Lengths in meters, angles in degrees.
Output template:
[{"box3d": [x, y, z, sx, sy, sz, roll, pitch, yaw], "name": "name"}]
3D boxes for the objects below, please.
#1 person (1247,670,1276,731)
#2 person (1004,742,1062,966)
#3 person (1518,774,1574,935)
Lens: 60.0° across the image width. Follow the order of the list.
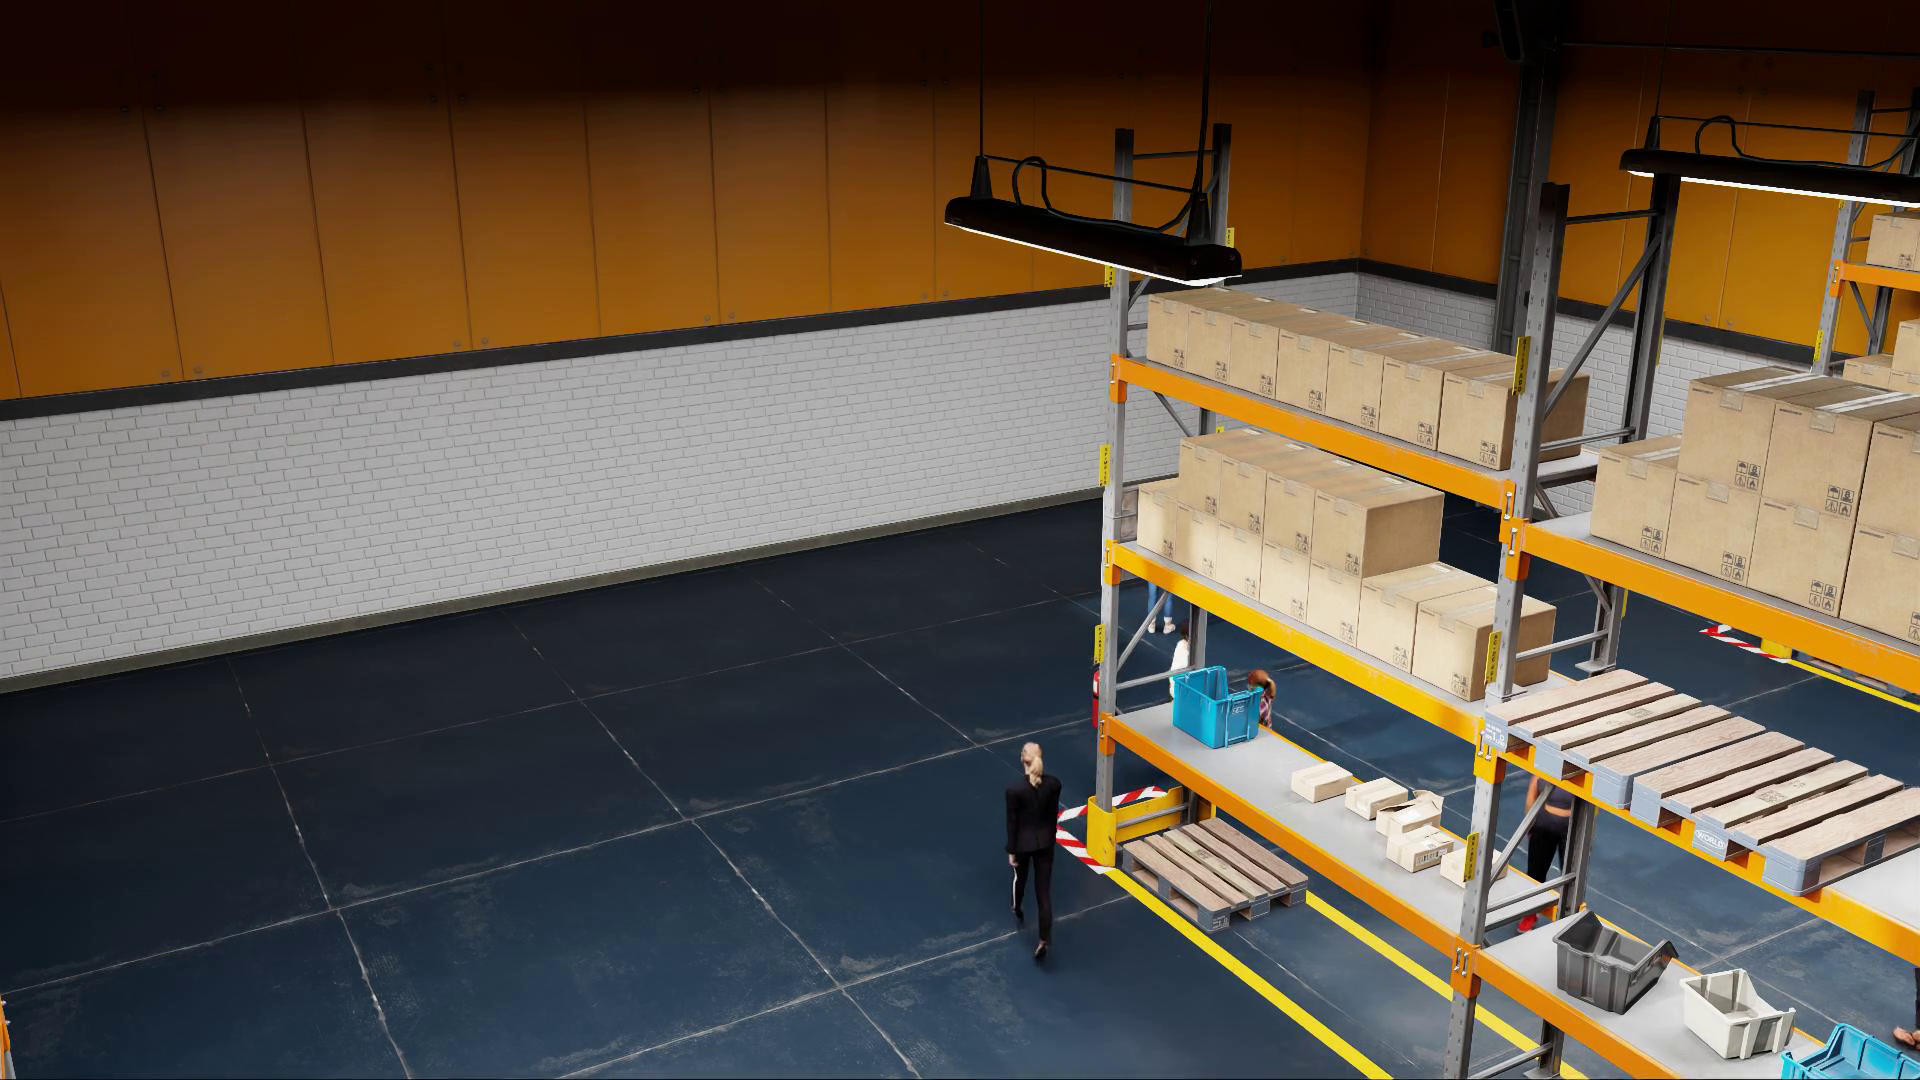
[{"box3d": [2.690, 1.766, 14.753, 0.688, 1.301, 0.632, 8, 20, 23], "name": "person"}, {"box3d": [0.576, 2.362, 12.426, 0.843, 1.658, 1.153, -4, 19, -12], "name": "person"}, {"box3d": [4.585, 2.190, 12.687, 0.708, 1.817, 0.821, 12, 22, 32], "name": "person"}]
